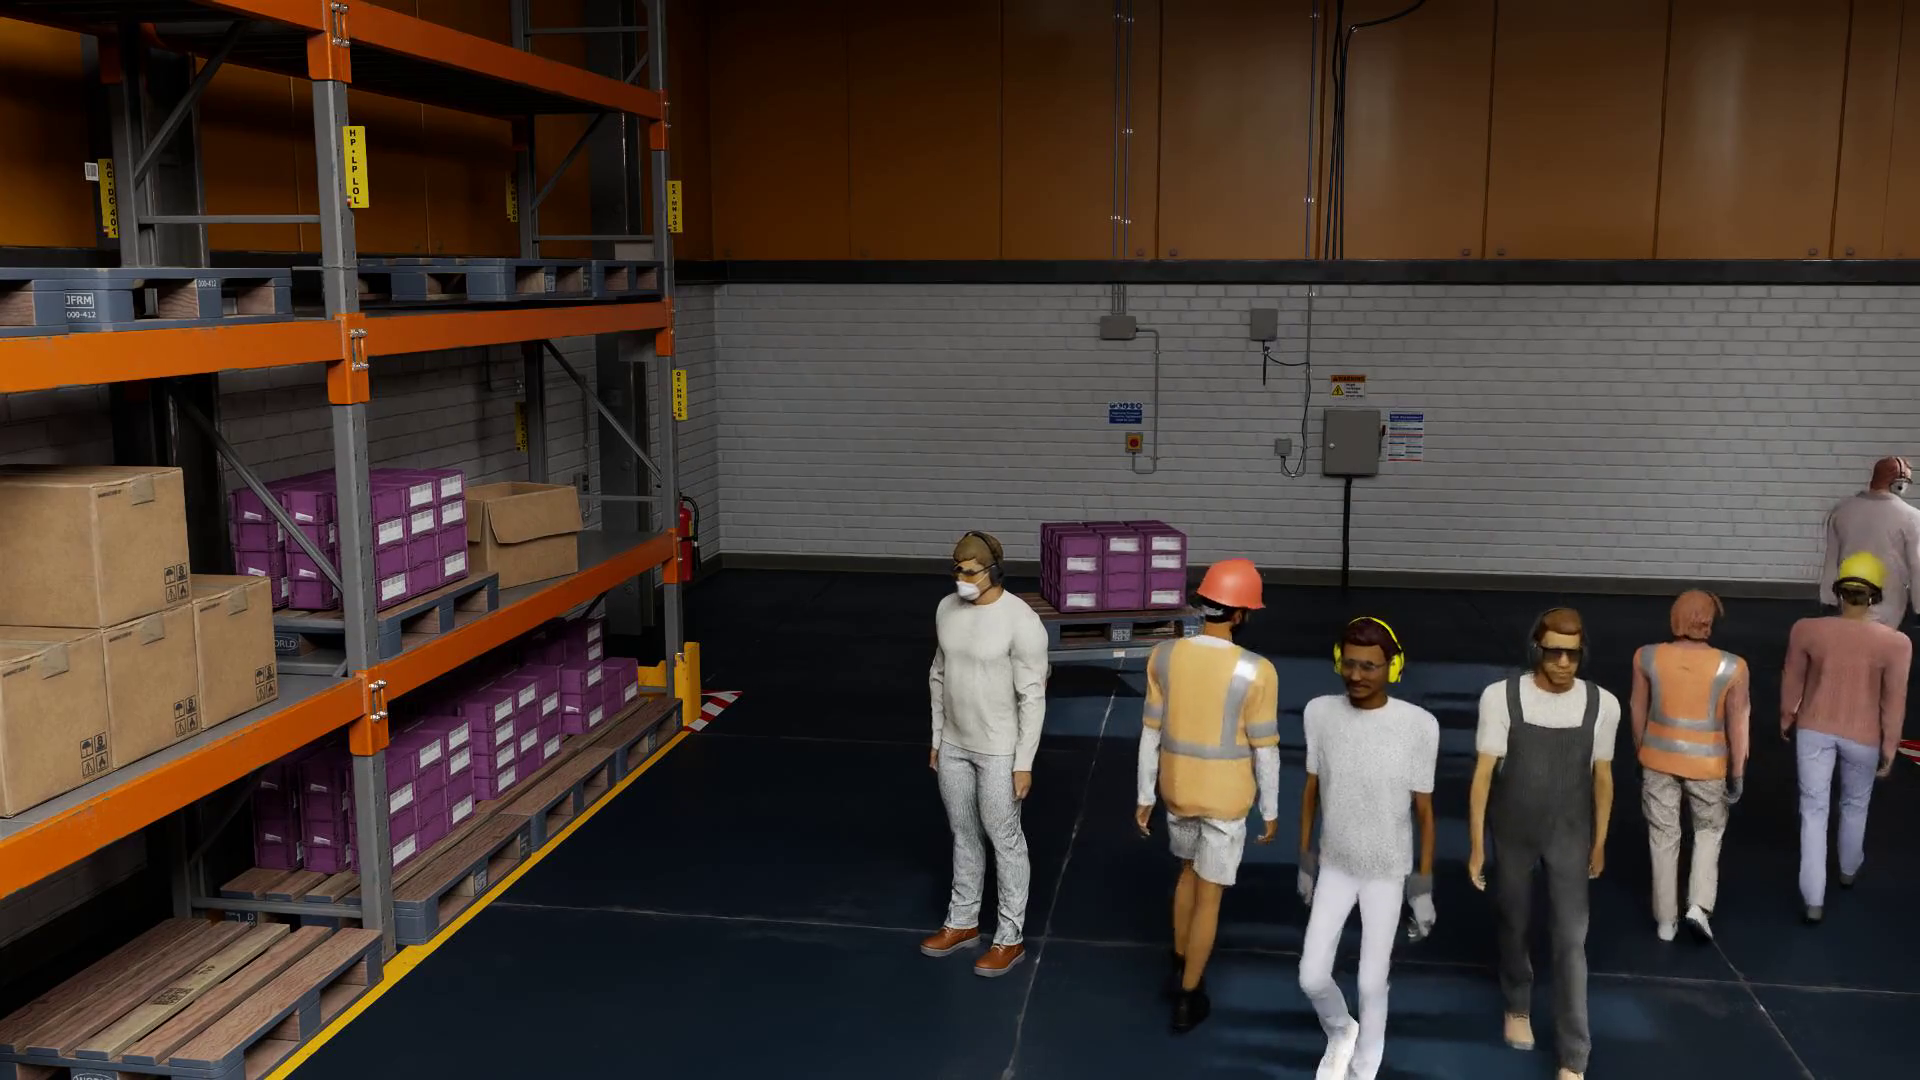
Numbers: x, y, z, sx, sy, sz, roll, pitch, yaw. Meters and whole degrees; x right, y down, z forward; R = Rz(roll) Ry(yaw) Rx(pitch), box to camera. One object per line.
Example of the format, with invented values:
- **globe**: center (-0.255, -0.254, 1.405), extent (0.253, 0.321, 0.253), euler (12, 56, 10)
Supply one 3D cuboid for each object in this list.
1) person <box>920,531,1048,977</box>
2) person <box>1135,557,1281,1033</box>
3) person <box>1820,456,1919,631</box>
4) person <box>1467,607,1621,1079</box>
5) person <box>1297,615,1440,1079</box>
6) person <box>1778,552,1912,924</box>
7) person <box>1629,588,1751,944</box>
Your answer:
- **person**: center (0.097, 0.910, 7.214), extent (0.627, 1.935, 0.373), euler (9, 13, 44)
- **person**: center (1.030, 1.007, 6.678), extent (0.568, 1.909, 0.590), euler (6, 11, 32)
- **person**: center (5.878, 0.382, 10.745), extent (0.987, 1.866, 0.647), euler (-4, 10, -21)
- **person**: center (2.159, 1.142, 6.187), extent (0.526, 1.795, 0.959), euler (3, 10, 15)
- **person**: center (1.429, 1.177, 5.842), extent (0.527, 1.847, 0.413), euler (5, 11, 29)
- **person**: center (4.170, 0.907, 7.883), extent (0.535, 1.717, 0.903), euler (5, 11, 30)
- **person**: center (3.265, 1.022, 7.487), extent (0.515, 1.624, 0.368), euler (5, 11, 31)
